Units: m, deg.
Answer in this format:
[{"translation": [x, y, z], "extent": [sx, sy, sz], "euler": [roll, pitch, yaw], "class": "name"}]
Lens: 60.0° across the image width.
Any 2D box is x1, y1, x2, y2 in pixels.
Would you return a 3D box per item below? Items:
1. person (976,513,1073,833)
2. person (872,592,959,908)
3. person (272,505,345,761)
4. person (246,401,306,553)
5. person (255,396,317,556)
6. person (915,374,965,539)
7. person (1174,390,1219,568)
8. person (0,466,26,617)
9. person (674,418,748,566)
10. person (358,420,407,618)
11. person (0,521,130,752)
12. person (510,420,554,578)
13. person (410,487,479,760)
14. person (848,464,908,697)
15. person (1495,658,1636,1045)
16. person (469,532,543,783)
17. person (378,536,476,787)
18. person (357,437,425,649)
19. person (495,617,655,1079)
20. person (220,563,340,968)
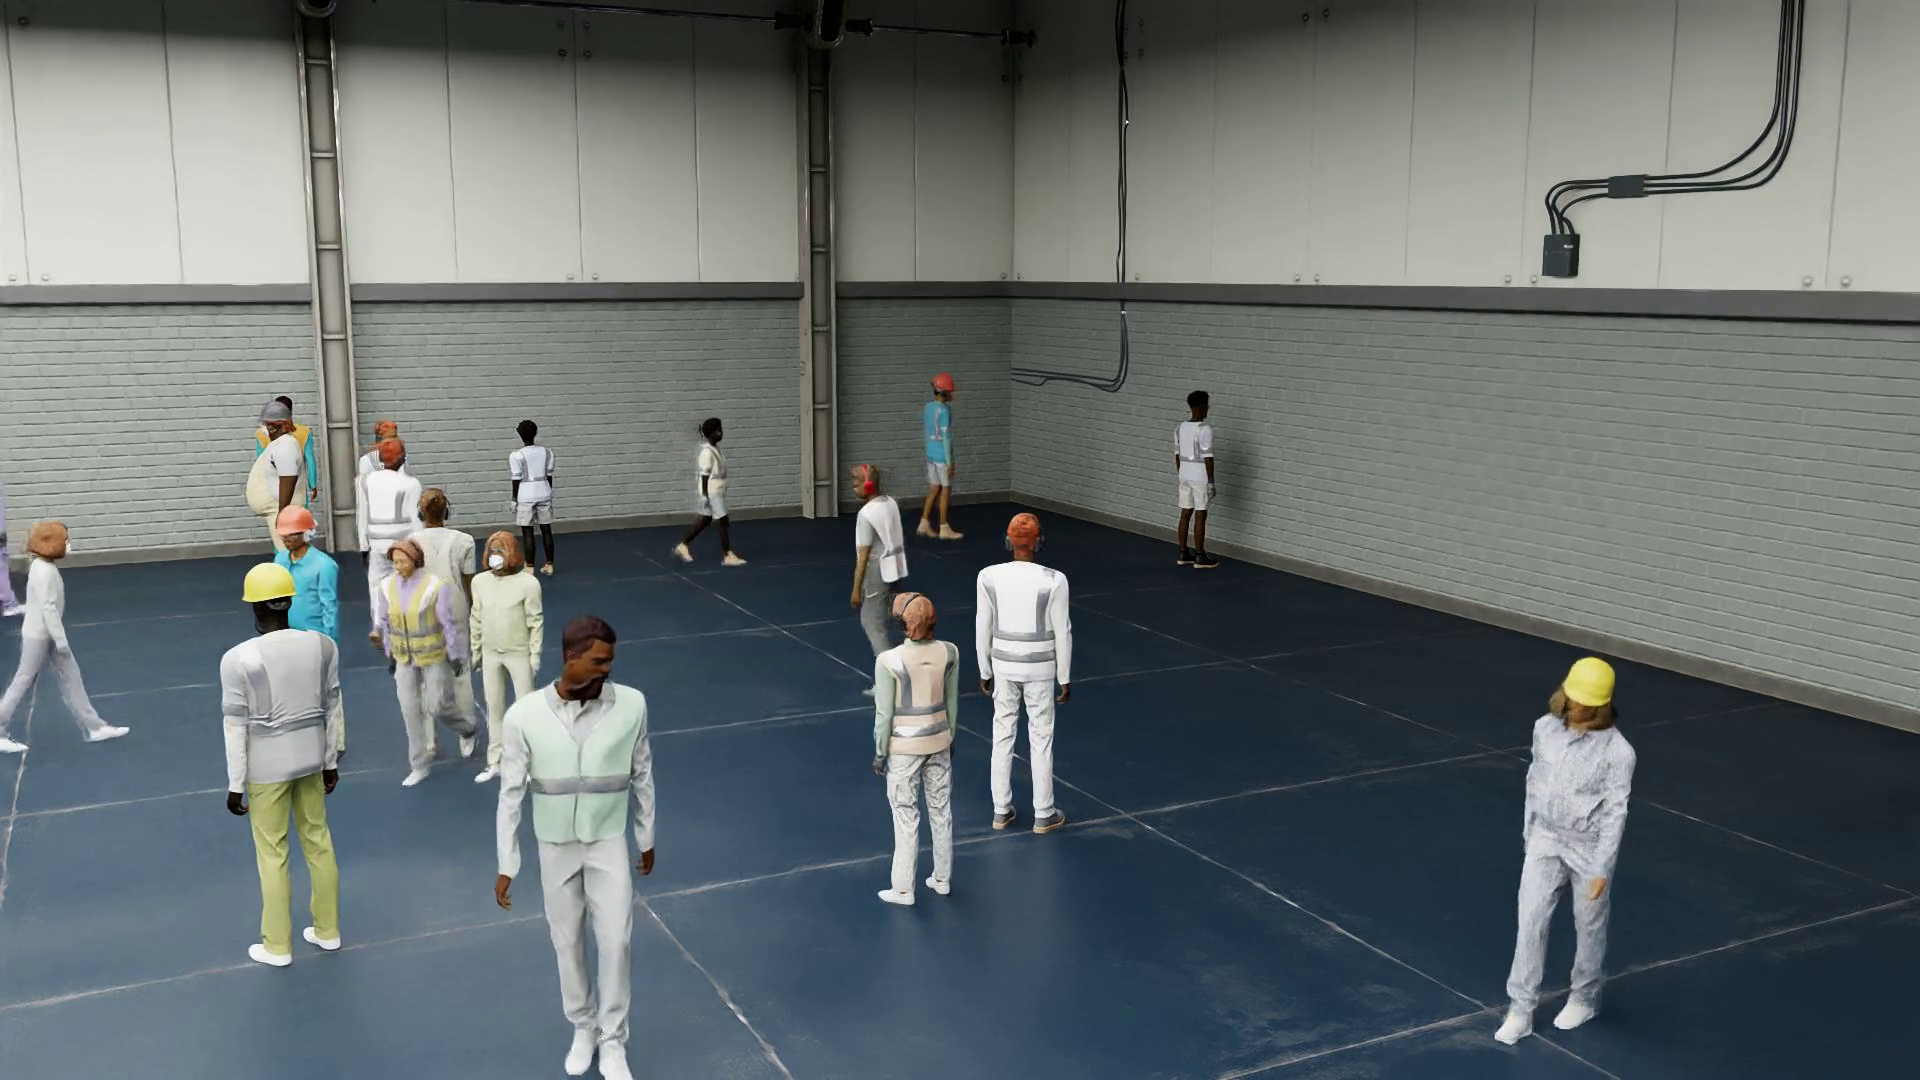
[{"translation": [0.381, 0.776, 9.727], "extent": [0.581, 1.884, 0.351], "euler": [3, 10, 20], "class": "person"}, {"translation": [-0.221, 1.079, 8.602], "extent": [0.514, 1.645, 0.309], "euler": [-7, 11, -36], "class": "person"}, {"translation": [-4.362, 0.631, 11.052], "extent": [0.581, 1.744, 0.362], "euler": [5, 11, 29], "class": "person"}, {"translation": [-6.588, -0.328, 16.049], "extent": [0.538, 2.000, 0.684], "euler": [-4, 10, -23], "class": "person"}, {"translation": [-7.356, -0.615, 18.199], "extent": [0.596, 1.915, 0.370], "euler": [-3, 10, -16], "class": "person"}, {"translation": [-0.266, -0.999, 20.303], "extent": [0.592, 2.030, 0.671], "euler": [-4, 10, -23], "class": "person"}, {"translation": [2.625, -0.678, 18.433], "extent": [0.368, 1.966, 0.602], "euler": [-6, 11, -31], "class": "person"}, {"translation": [-9.193, -0.165, 15.564], "extent": [0.681, 1.894, 0.662], "euler": [1, 9, 5], "class": "person"}, {"translation": [-2.814, -0.538, 18.501], "extent": [0.817, 1.668, 0.537], "euler": [0, 9, 3], "class": "person"}, {"translation": [-5.404, -0.195, 15.706], "extent": [0.337, 1.882, 0.585], "euler": [4, 10, 22], "class": "person"}, {"translation": [-6.263, 0.658, 11.380], "extent": [0.874, 1.579, 0.509], "euler": [-4, 10, -22], "class": "person"}, {"translation": [-4.564, -0.433, 17.756], "extent": [0.321, 1.695, 0.530], "euler": [8, 12, 42], "class": "person"}, {"translation": [-3.496, 0.557, 11.196], "extent": [0.507, 1.847, 0.345], "euler": [-3, 10, -20], "class": "person"}, {"translation": [-0.624, 0.320, 12.749], "extent": [0.448, 1.812, 0.639], "euler": [4, 10, 21], "class": "person"}, {"translation": [2.565, 1.307, 7.003], "extent": [0.727, 1.697, 0.512], "euler": [-8, 12, -41], "class": "person"}, {"translation": [-2.905, 0.758, 10.682], "extent": [0.514, 1.640, 0.406], "euler": [2, 9, 12], "class": "person"}, {"translation": [-3.438, 0.747, 10.747], "extent": [0.533, 1.617, 0.567], "euler": [2, 10, 14], "class": "person"}, {"translation": [-4.839, 0.055, 14.206], "extent": [0.597, 1.868, 0.419], "euler": [2, 9, 10], "class": "person"}, {"translation": [-1.529, 1.274, 6.670], "extent": [0.644, 1.892, 0.691], "euler": [-2, 10, -14], "class": "person"}, {"translation": [-3.215, 1.059, 7.899], "extent": [0.392, 1.919, 0.581], "euler": [6, 11, 34], "class": "person"}]
